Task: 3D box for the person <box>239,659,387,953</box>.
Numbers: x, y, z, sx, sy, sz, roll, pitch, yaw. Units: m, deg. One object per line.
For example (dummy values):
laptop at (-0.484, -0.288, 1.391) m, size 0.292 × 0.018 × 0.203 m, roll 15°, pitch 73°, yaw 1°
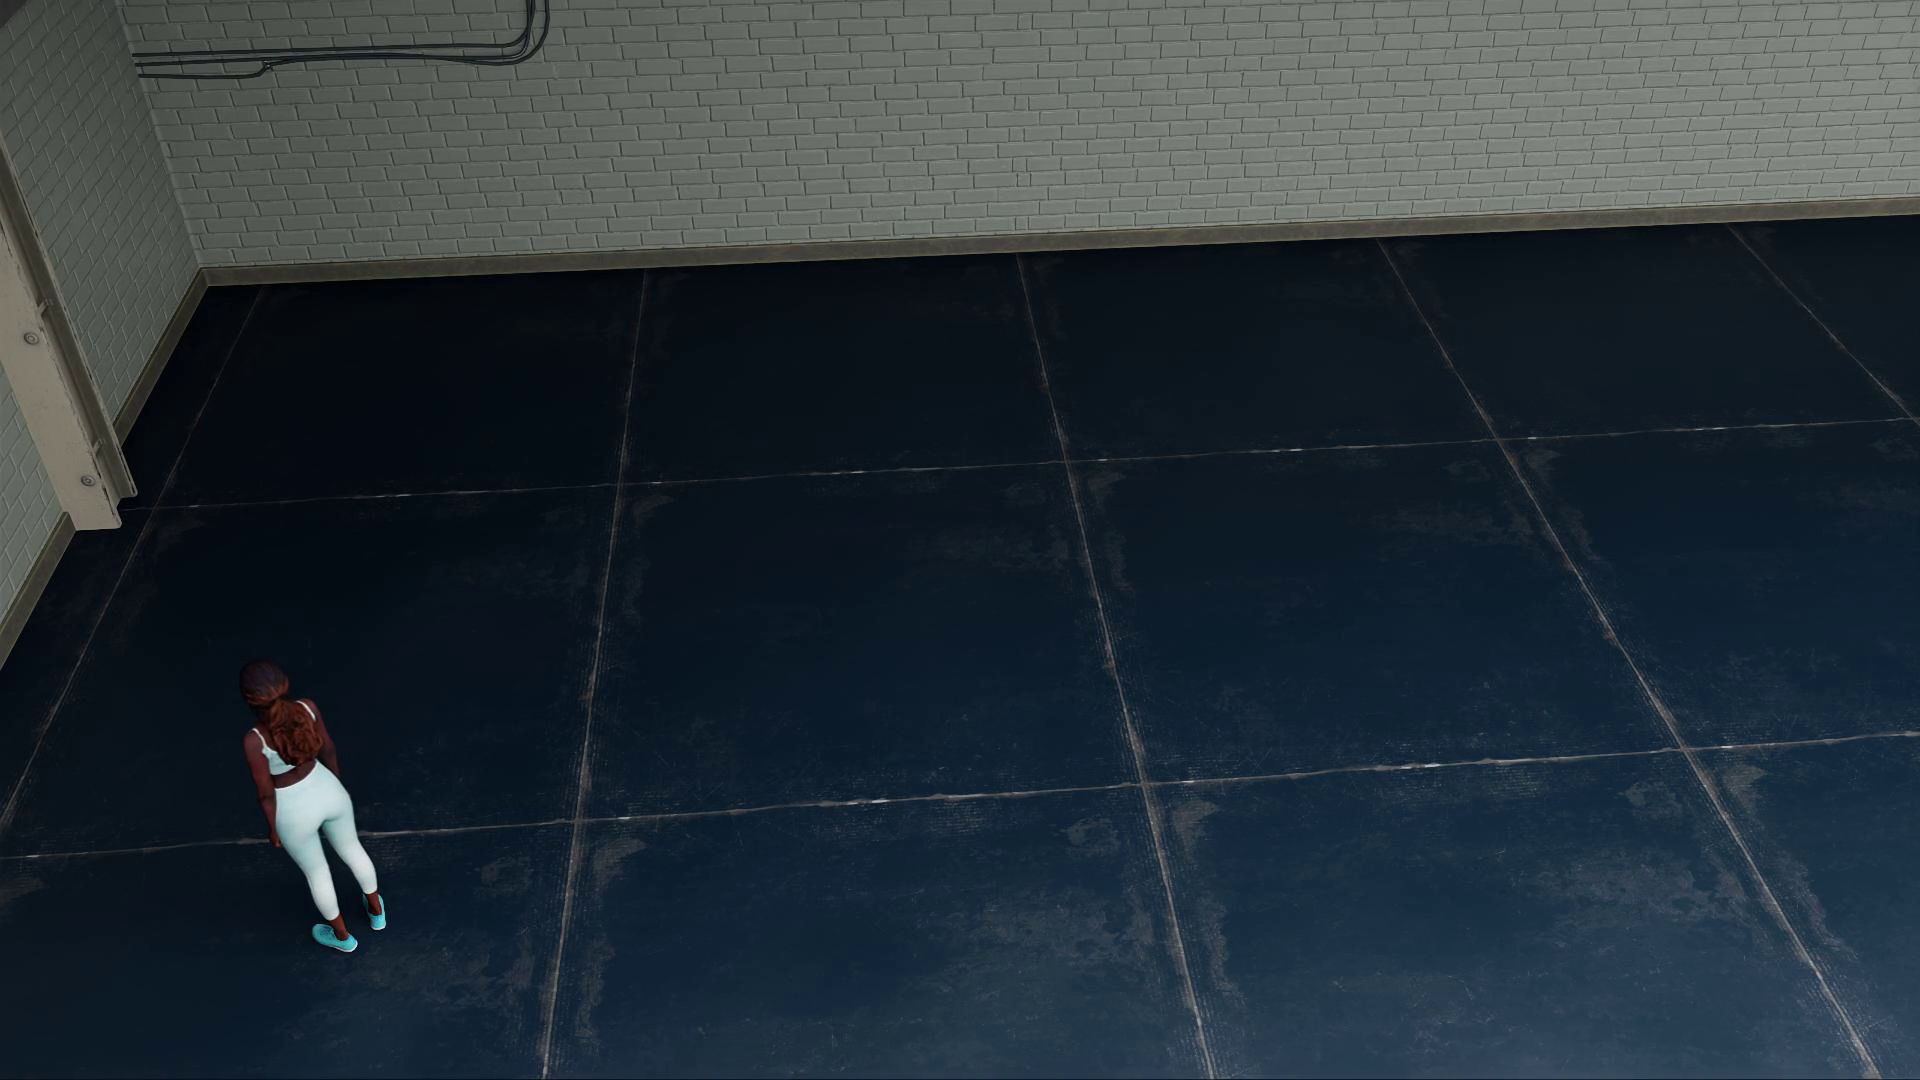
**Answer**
person at (-2.984, 1.225, 7.616) m, size 0.712 × 1.724 × 0.646 m, roll 26°, pitch 45°, yaw 29°
